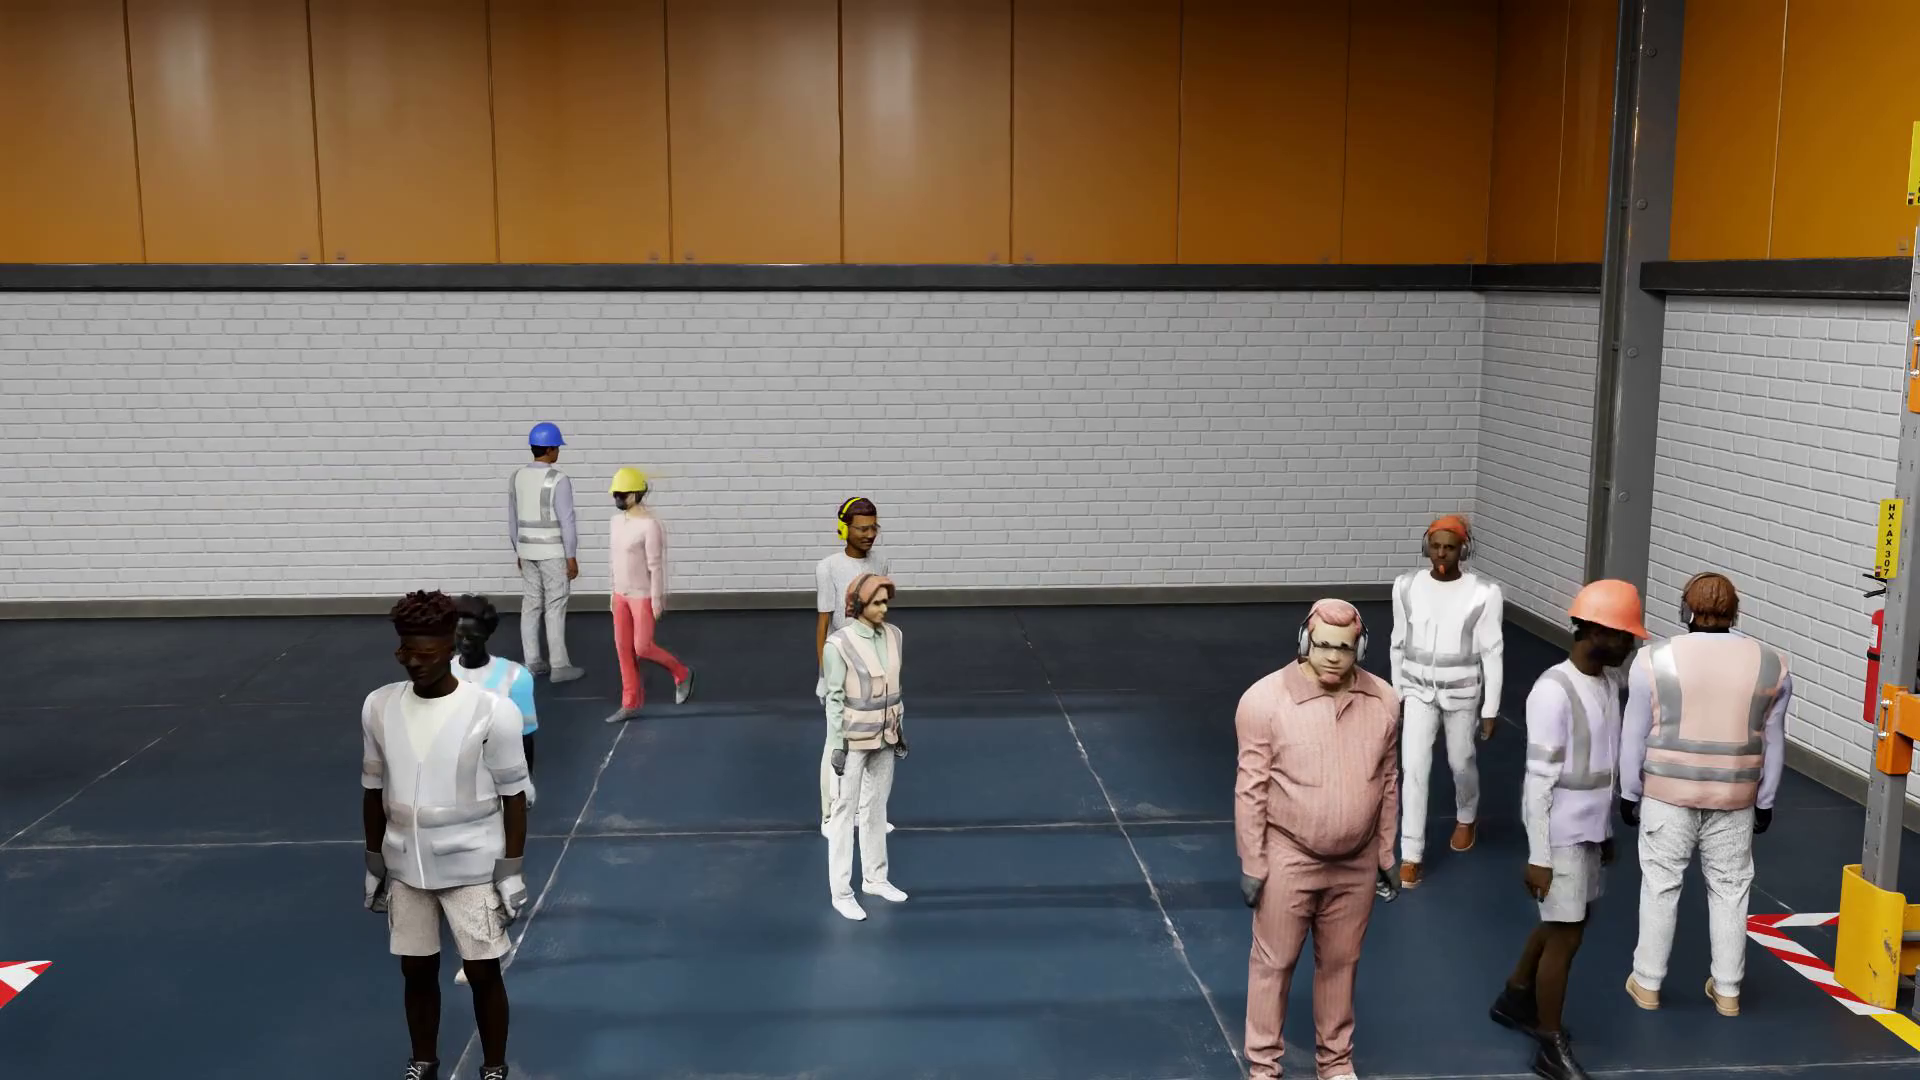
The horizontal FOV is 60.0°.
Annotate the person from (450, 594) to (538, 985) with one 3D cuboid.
[{"bbox_3d":[-2.107,1.032,7.385,0.540,1.675,0.780,2,9,10],"label":"person"}]

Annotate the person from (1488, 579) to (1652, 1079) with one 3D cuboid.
[{"bbox_3d":[2.269,1.091,6.318,0.578,1.912,0.611,8,12,43],"label":"person"}]

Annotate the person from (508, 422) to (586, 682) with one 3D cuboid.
[{"bbox_3d":[-3.095,0.088,12.457,0.614,1.945,0.404,6,11,31],"label":"person"}]

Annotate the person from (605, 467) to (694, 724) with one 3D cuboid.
[{"bbox_3d":[-2.145,0.363,11.332,0.523,1.755,0.568,8,12,42],"label":"person"}]

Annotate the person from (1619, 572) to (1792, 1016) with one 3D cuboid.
[{"bbox_3d":[3.032,1.041,6.842,0.628,1.836,0.429,2,9,11],"label":"person"}]

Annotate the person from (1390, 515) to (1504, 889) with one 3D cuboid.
[{"bbox_3d":[2.488,0.773,8.493,0.585,1.849,0.958,5,10,30],"label":"person"}]

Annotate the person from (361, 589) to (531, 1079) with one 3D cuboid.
[{"bbox_3d":[-1.813,1.134,5.831,0.617,1.963,0.361,2,9,10],"label":"person"}]

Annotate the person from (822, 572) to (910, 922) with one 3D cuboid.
[{"bbox_3d":[-0.446,0.965,7.924,0.310,1.638,0.514,7,12,39],"label":"person"}]

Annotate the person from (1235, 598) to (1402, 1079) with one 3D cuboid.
[{"bbox_3d":[1.295,1.146,5.960,0.637,1.904,0.403,-2,9,-13],"label":"person"}]

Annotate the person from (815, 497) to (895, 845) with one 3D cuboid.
[{"bbox_3d":[-0.556,0.691,8.930,0.309,1.864,0.535,8,12,43],"label":"person"}]
